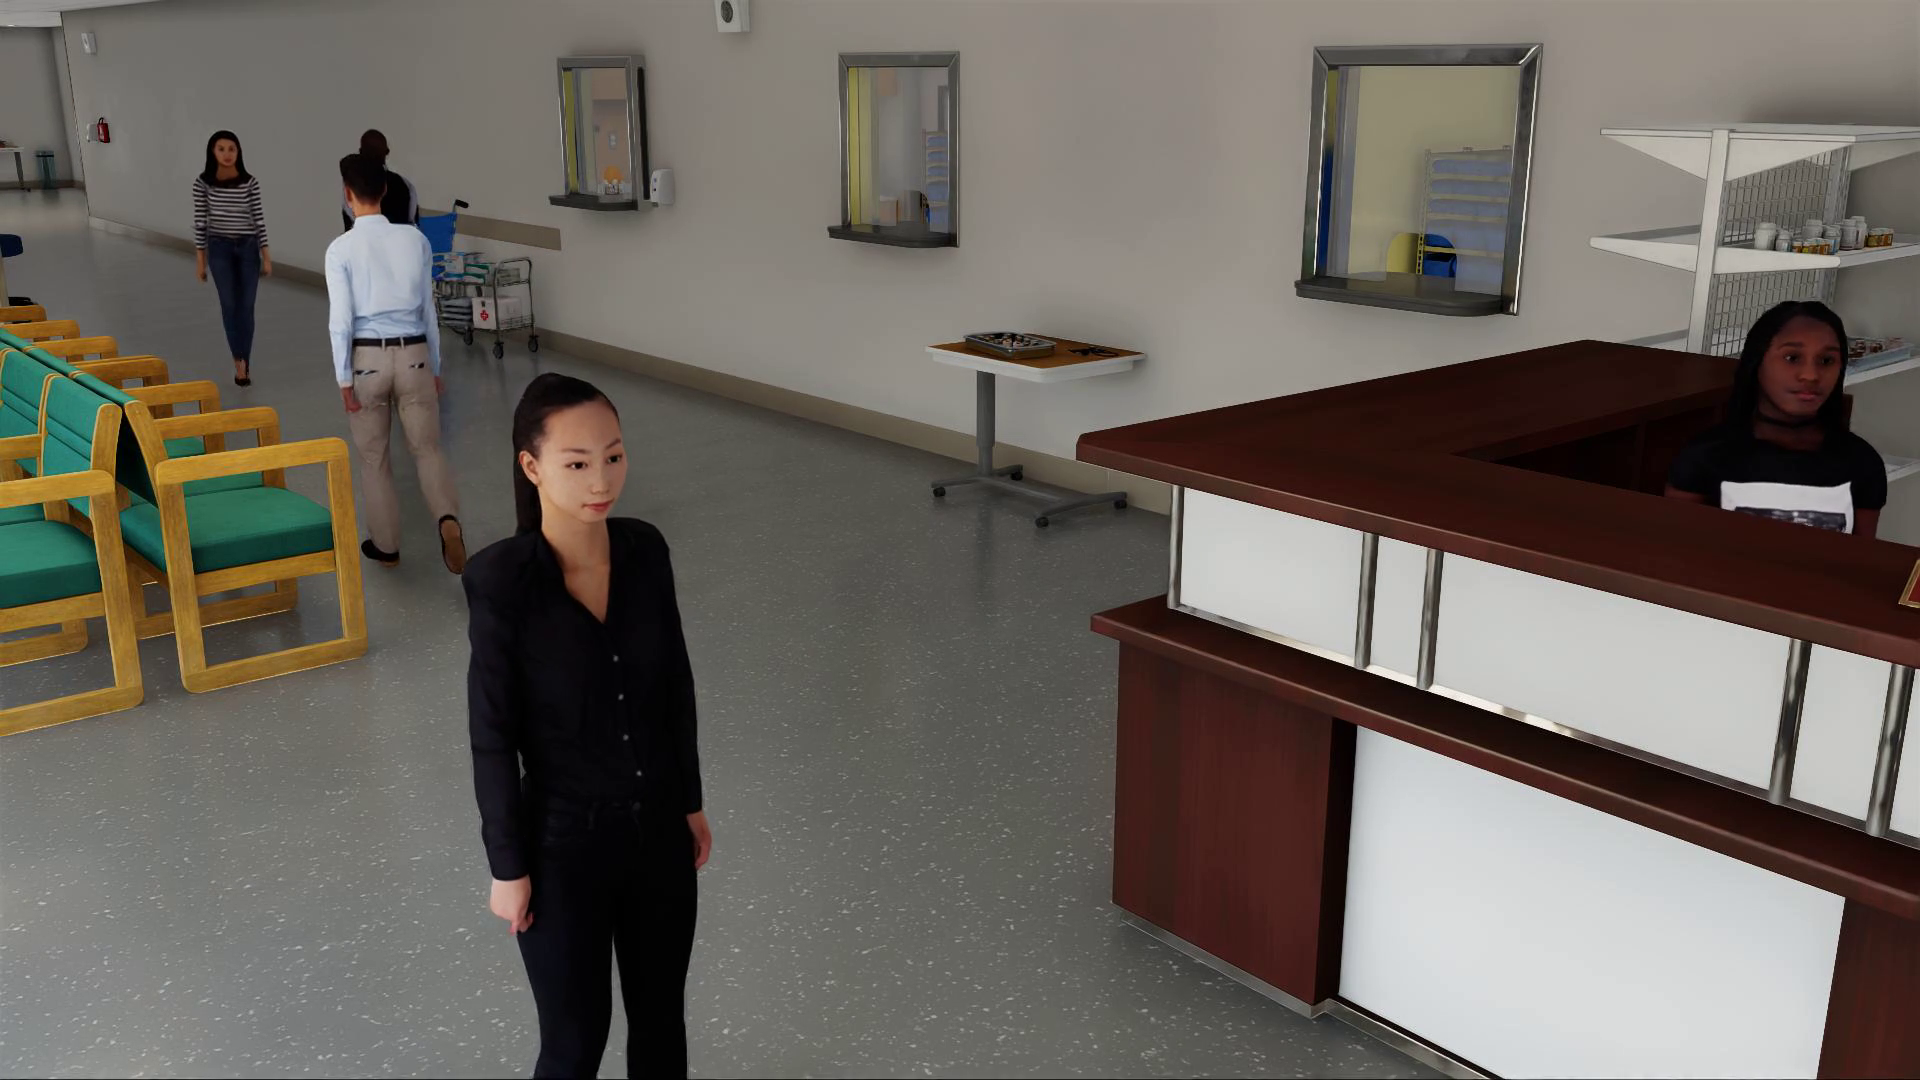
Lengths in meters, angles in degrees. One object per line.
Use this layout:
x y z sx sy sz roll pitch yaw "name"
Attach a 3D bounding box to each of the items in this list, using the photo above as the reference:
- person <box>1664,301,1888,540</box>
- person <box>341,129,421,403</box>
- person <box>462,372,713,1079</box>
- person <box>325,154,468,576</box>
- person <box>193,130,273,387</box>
1.751 0.315 3.704 0.865 1.739 0.950 3 16 12 "person"
-3.754 -1.761 10.923 0.689 1.817 0.799 -8 18 -26 "person"
-0.638 0.548 2.927 0.653 1.711 0.447 15 22 43 "person"
-2.436 -0.713 7.203 1.017 1.818 0.748 -11 19 -35 "person"
-5.114 -1.959 11.700 0.652 1.777 0.728 -9 18 -30 "person"
